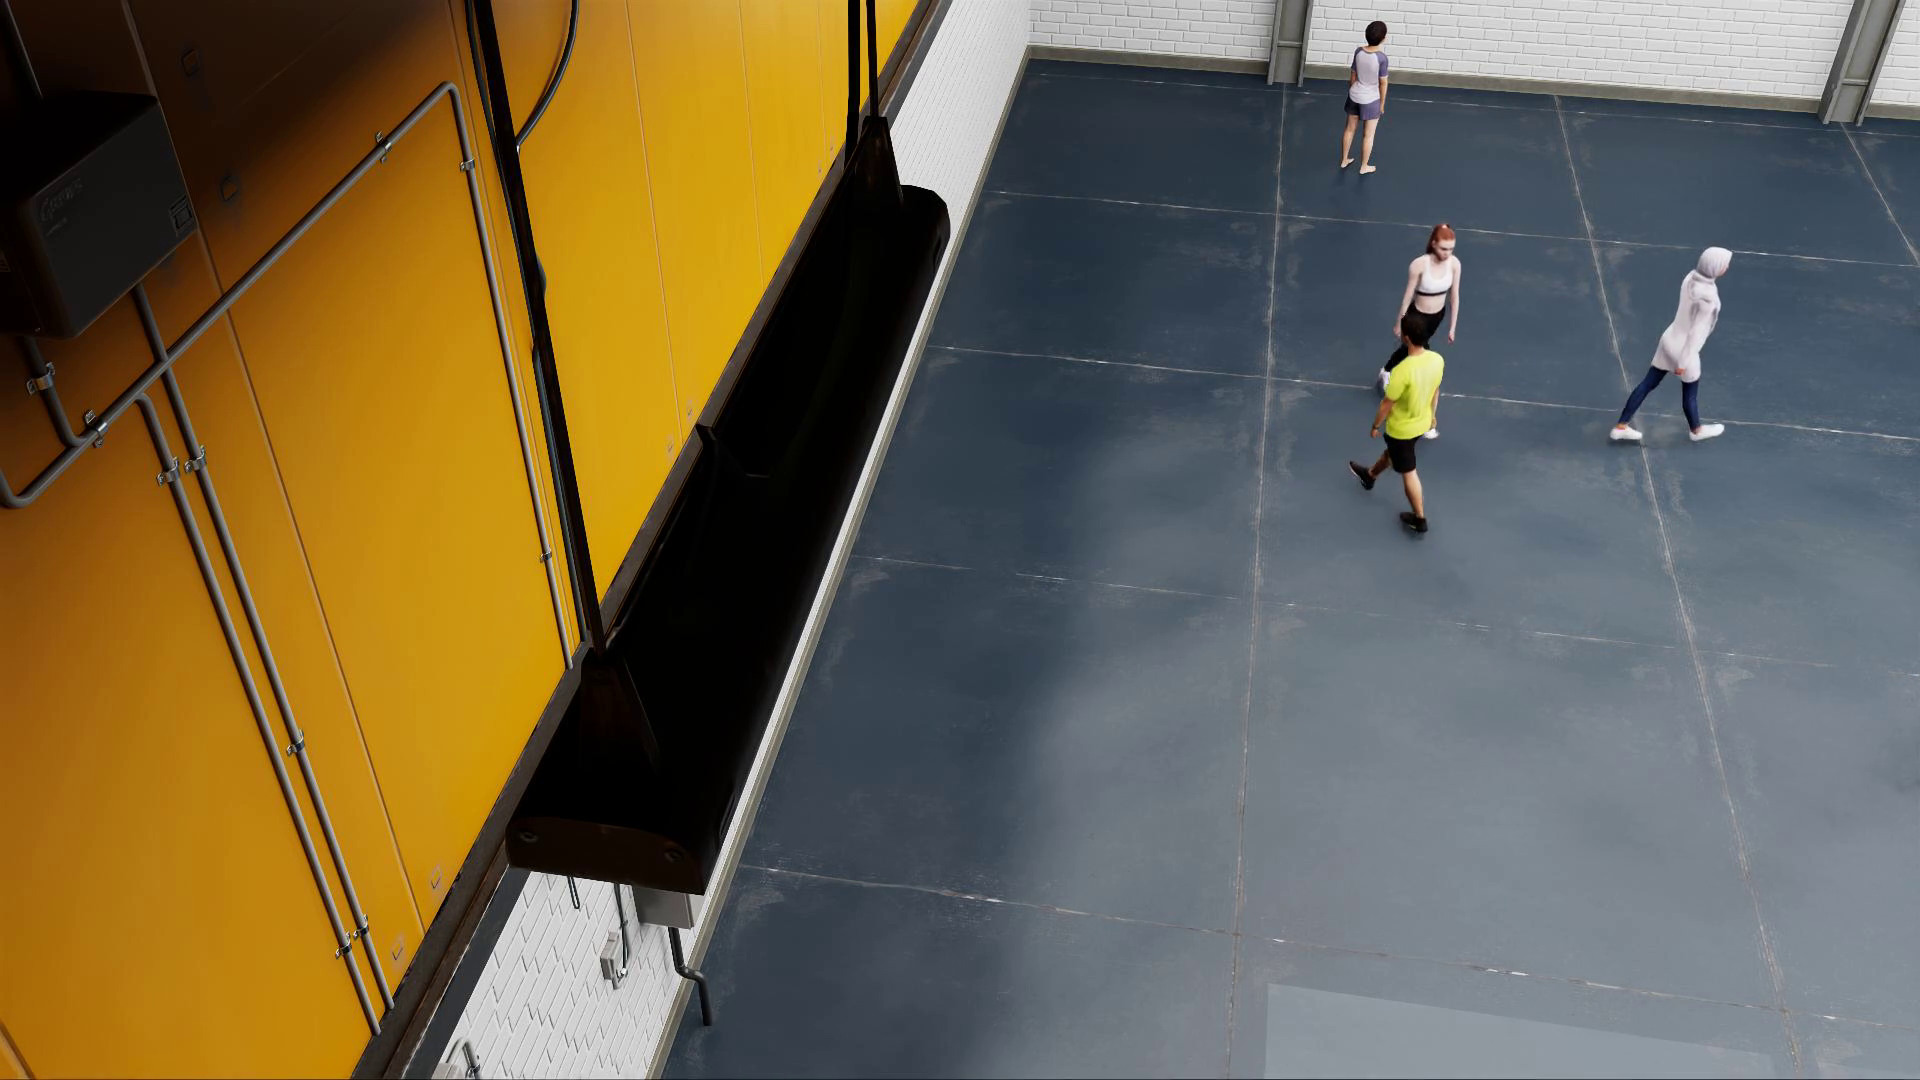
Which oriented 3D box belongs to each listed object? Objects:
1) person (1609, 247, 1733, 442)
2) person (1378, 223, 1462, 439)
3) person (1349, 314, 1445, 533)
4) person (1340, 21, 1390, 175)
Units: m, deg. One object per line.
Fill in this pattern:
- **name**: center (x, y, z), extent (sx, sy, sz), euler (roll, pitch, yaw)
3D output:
- **person**: center (5.490, -1.470, 12.891), extent (1.169, 1.730, 0.806), euler (-3, 39, -3)
- **person**: center (3.659, -1.763, 13.286), extent (1.226, 1.695, 1.029), euler (-9, 40, -11)
- **person**: center (3.319, -0.804, 12.119), extent (1.111, 1.652, 1.177), euler (-23, 44, -26)
- **person**: center (4.102, -4.482, 16.795), extent (0.623, 1.566, 0.713), euler (32, 48, 33)
